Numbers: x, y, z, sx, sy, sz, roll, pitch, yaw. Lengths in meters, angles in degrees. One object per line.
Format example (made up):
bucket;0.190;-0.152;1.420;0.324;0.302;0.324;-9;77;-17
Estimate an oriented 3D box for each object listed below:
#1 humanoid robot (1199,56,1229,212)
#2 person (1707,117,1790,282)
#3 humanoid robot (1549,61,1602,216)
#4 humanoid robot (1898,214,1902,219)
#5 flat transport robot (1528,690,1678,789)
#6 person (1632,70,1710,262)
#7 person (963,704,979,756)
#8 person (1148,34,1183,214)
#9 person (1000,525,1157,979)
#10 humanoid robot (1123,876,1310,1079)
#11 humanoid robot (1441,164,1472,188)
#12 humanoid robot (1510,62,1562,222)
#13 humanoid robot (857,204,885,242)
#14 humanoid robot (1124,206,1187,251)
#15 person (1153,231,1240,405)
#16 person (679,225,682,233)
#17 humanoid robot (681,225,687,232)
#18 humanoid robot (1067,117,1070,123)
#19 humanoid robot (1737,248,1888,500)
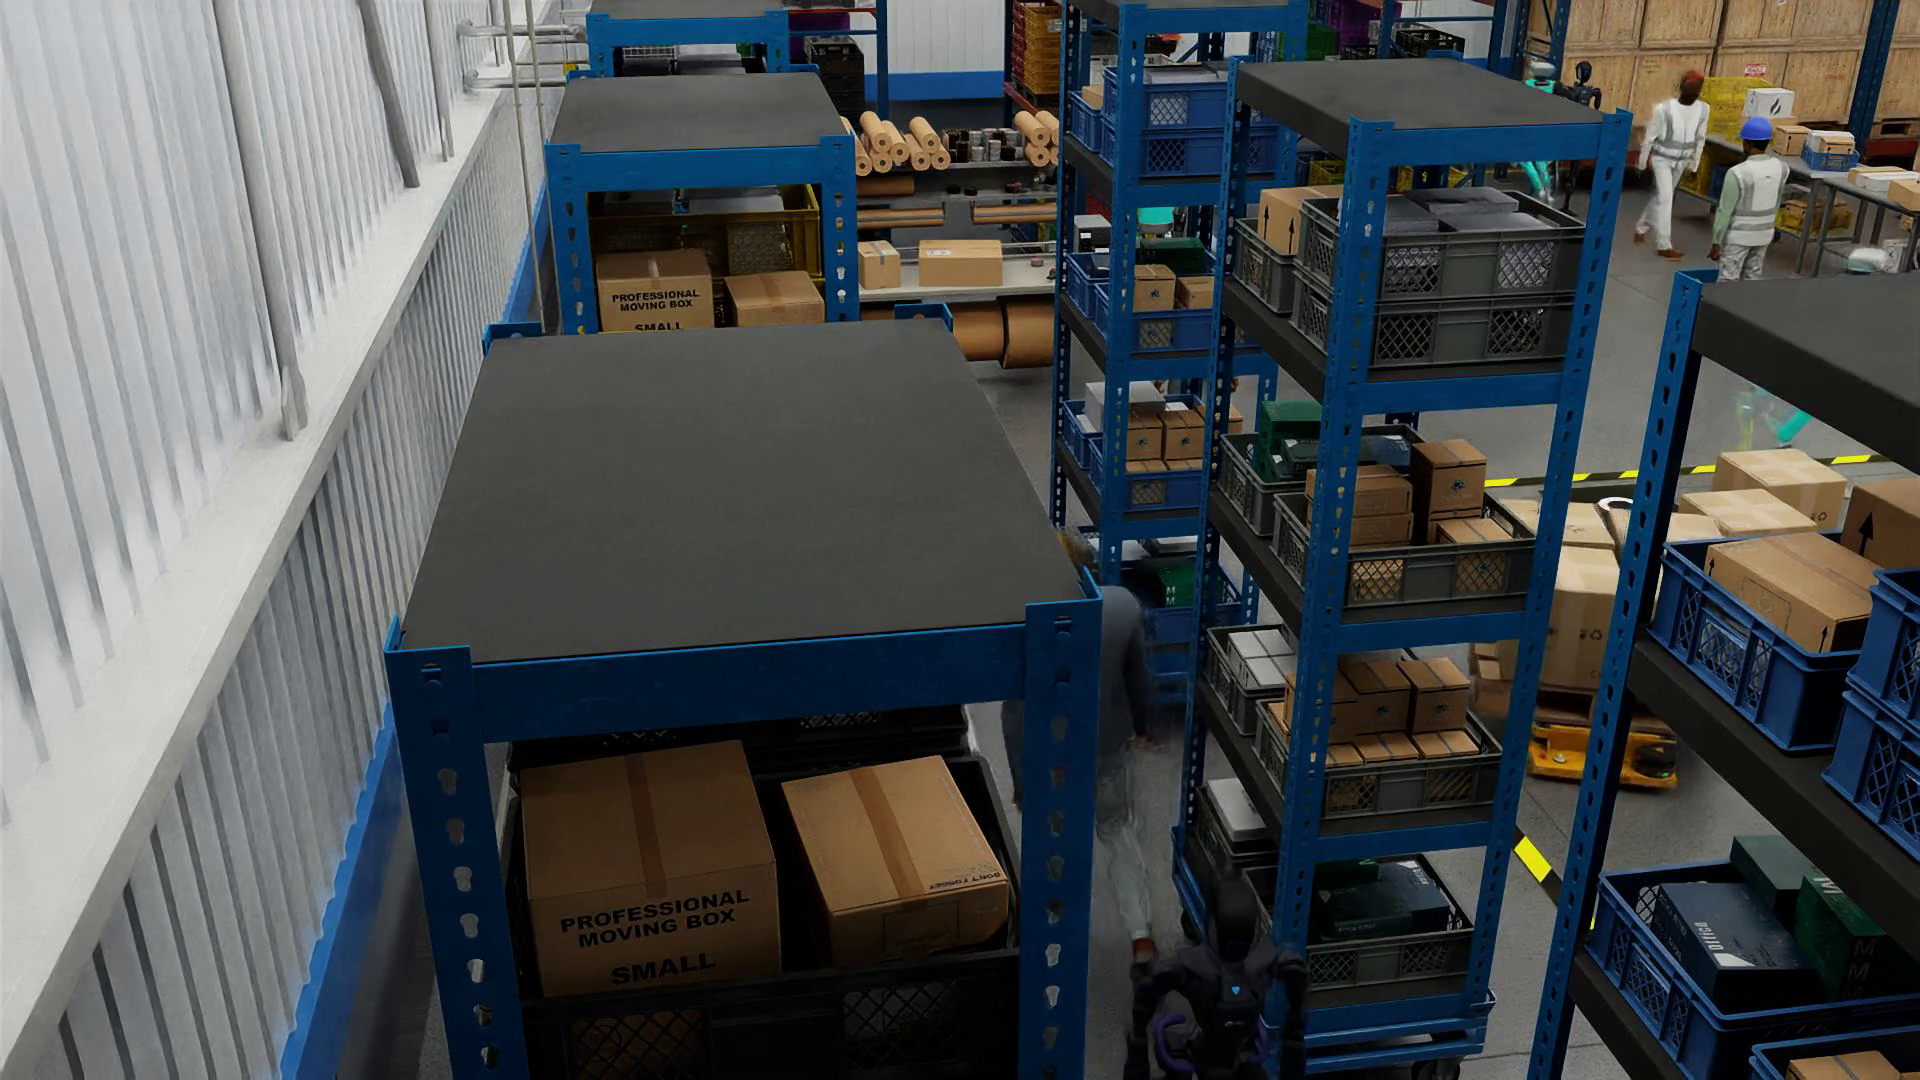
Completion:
humanoid robot;2.891;-4.436;18.201;0.868;1.769;0.564;-16;29;-31
person;6.473;-2.512;13.767;0.610;1.941;0.415;-8;26;-17
humanoid robot;6.645;-4.346;18.043;0.599;1.657;0.315;-4;25;-8
humanoid robot;10.647;-4.268;17.929;0.726;1.629;0.612;-4;25;-8
flat transport robot;3.220;0.789;8.550;0.652;0.197;1.431;5;25;10
person;7.072;-3.776;16.639;0.574;1.843;0.900;-6;25;-12
person;-0.134;0.487;7.375;0.645;1.821;0.440;-15;29;-29
person;2.223;-4.610;18.195;0.367;2.048;0.606;-10;27;-21
person;0.491;0.845;6.521;0.716;1.888;0.898;-10;27;-21
humanoid robot;0.768;1.646;5.113;0.608;1.625;0.824;-4;25;-8
humanoid robot;4.998;-3.967;17.247;0.583;1.629;0.583;-7;26;-15
humanoid robot;6.008;-3.947;17.229;0.530;1.871;0.769;-5;25;-11
humanoid robot;-0.698;-2.266;13.557;0.633;1.638;0.590;8;26;16
humanoid robot;1.539;-2.476;13.760;0.533;1.680;0.735;-4;25;-8
person;1.538;-1.105;10.807;0.598;1.850;0.385;-3;25;-7
person;-2.991;-4.000;16.965;0.606;1.963;0.370;0;25;1
humanoid robot;-2.088;-2.176;13.329;0.545;1.769;1.037;-2;25;-5
humanoid robot;1.157;-4.547;18.494;0.354;1.655;0.614;10;27;21
humanoid robot;5.524;-1.086;10.964;1.047;1.752;0.540;14;28;28
